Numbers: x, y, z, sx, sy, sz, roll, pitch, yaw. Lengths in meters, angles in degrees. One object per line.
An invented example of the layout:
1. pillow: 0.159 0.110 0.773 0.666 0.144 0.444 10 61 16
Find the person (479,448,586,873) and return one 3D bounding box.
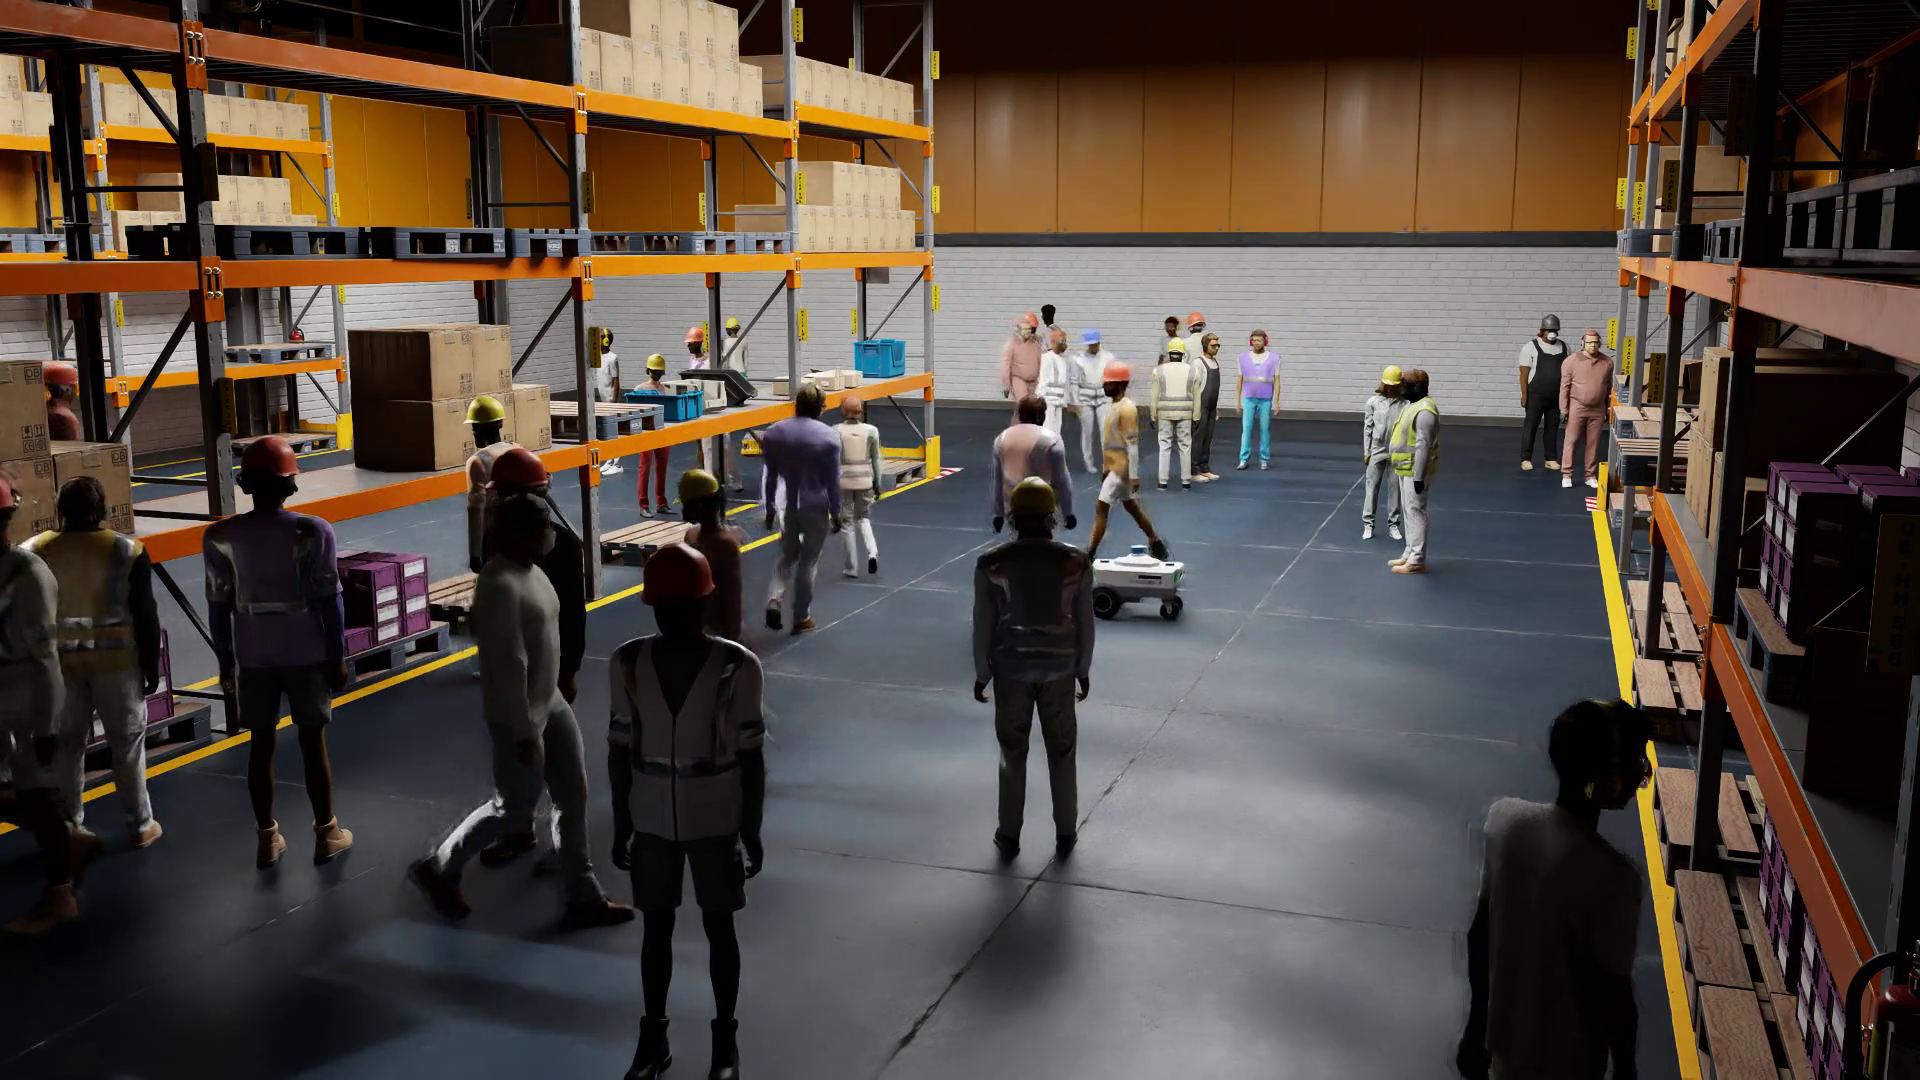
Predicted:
1. person: -2.021 0.559 7.803 0.612 1.995 0.382 5 11 28

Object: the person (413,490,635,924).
1. person: -1.887 0.736 7.101 0.889 1.900 0.640 1 10 6

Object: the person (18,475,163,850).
1. person: -4.181 0.603 8.026 0.622 1.835 0.430 -2 10 -13

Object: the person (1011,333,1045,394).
1. person: 1.018 -2.285 24.924 0.516 1.598 0.837 3 11 17

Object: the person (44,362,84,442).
1. person: -7.386 -0.472 13.665 0.634 1.985 0.667 9 14 42

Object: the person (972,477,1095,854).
1. person: 0.350 0.608 7.997 0.591 1.828 0.404 0 10 -2

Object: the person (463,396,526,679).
1. person: -3.127 -0.014 11.252 0.400 1.919 0.589 4 11 24

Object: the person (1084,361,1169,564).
1. person: 1.454 -0.672 15.029 1.007 1.892 0.557 -1 10 -7

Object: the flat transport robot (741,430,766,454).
1. flat transport robot: -2.726 -1.392 23.637 0.652 0.197 1.431 0 10 -2

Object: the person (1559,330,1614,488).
1. person: 7.549 -1.567 20.024 0.651 1.906 0.403 0 10 -2

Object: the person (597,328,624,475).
1. person: -4.499 -1.763 21.228 0.332 1.874 0.520 -5 11 -27

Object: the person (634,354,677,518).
1. person: -3.275 -1.125 17.943 0.329 1.763 0.523 9 13 41

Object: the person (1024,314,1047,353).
1. person: 1.084 -2.479 25.223 0.555 1.877 1.013 -6 12 -29

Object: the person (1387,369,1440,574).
1. person: 4.047 -0.610 14.857 0.428 1.836 0.623 1 10 5

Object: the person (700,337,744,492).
1. person: -2.837 -1.433 19.392 0.470 1.867 0.764 2 10 11

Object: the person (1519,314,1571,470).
1. person: 7.637 -1.917 21.618 0.688 2.000 0.536 -1 10 -7

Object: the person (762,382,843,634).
1. person: -1.191 -0.215 12.413 0.640 1.912 0.508 4 11 22

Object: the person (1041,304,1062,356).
1. person: 1.480 -2.865 27.168 0.367 1.963 0.609 3 11 19

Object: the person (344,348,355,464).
1. person: -6.615 -1.339 18.775 0.590 1.900 0.829 8 13 40

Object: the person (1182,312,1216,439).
1. person: 3.315 -2.205 23.366 0.622 1.992 0.396 -5 11 -25

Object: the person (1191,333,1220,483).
1. person: 3.047 -1.636 20.586 0.327 1.843 0.516 7 13 36

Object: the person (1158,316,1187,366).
1. person: 3.301 -2.539 25.668 0.558 1.844 0.502 6 12 32

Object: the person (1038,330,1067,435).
1. person: 1.141 -1.722 21.091 0.341 1.856 0.741 5 11 26

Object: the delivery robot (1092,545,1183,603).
1. delivery robot: 1.400 0.285 13.136 0.707 0.478 0.477 3 10 14

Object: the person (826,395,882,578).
1. person: -0.949 -0.466 14.631 0.512 1.624 0.382 -4 11 -22

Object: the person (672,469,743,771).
1. person: -1.346 0.490 8.902 0.389 1.745 0.528 -6 12 -30

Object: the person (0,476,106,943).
1. person: -3.957 0.686 6.979 0.654 2.025 0.543 6 12 31

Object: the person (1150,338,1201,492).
1. person: 2.554 -1.485 19.768 0.603 1.830 0.404 0 10 2

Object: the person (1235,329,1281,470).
1. person: 3.883 -1.829 21.680 0.570 1.840 0.372 3 10 16

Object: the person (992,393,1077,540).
1. person: 0.503 -0.219 12.747 0.626 1.808 0.895 9 13 41

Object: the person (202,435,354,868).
1. person: -3.196 0.528 7.837 0.605 2.045 0.383 -1 10 -7

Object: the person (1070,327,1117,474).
1. person: 1.712 -1.726 20.958 0.638 1.895 0.928 0 10 -2

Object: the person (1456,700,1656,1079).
1. person: 1.454 1.291 4.103 0.348 1.851 0.637 -5 11 -24

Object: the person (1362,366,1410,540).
1. person: 4.254 -0.861 16.529 0.484 1.735 0.310 1 10 5

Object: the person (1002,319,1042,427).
1. person: 0.940 -2.278 24.174 0.638 1.858 0.999 -8 13 -39

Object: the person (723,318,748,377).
1. person: -3.606 -2.648 26.511 0.533 1.766 0.316 -10 14 -44

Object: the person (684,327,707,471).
1. person: -3.144 -1.602 20.127 0.371 1.939 0.543 -8 13 -37

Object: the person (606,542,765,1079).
1. person: -0.939 0.960 5.703 0.544 1.939 0.372 1 10 5
